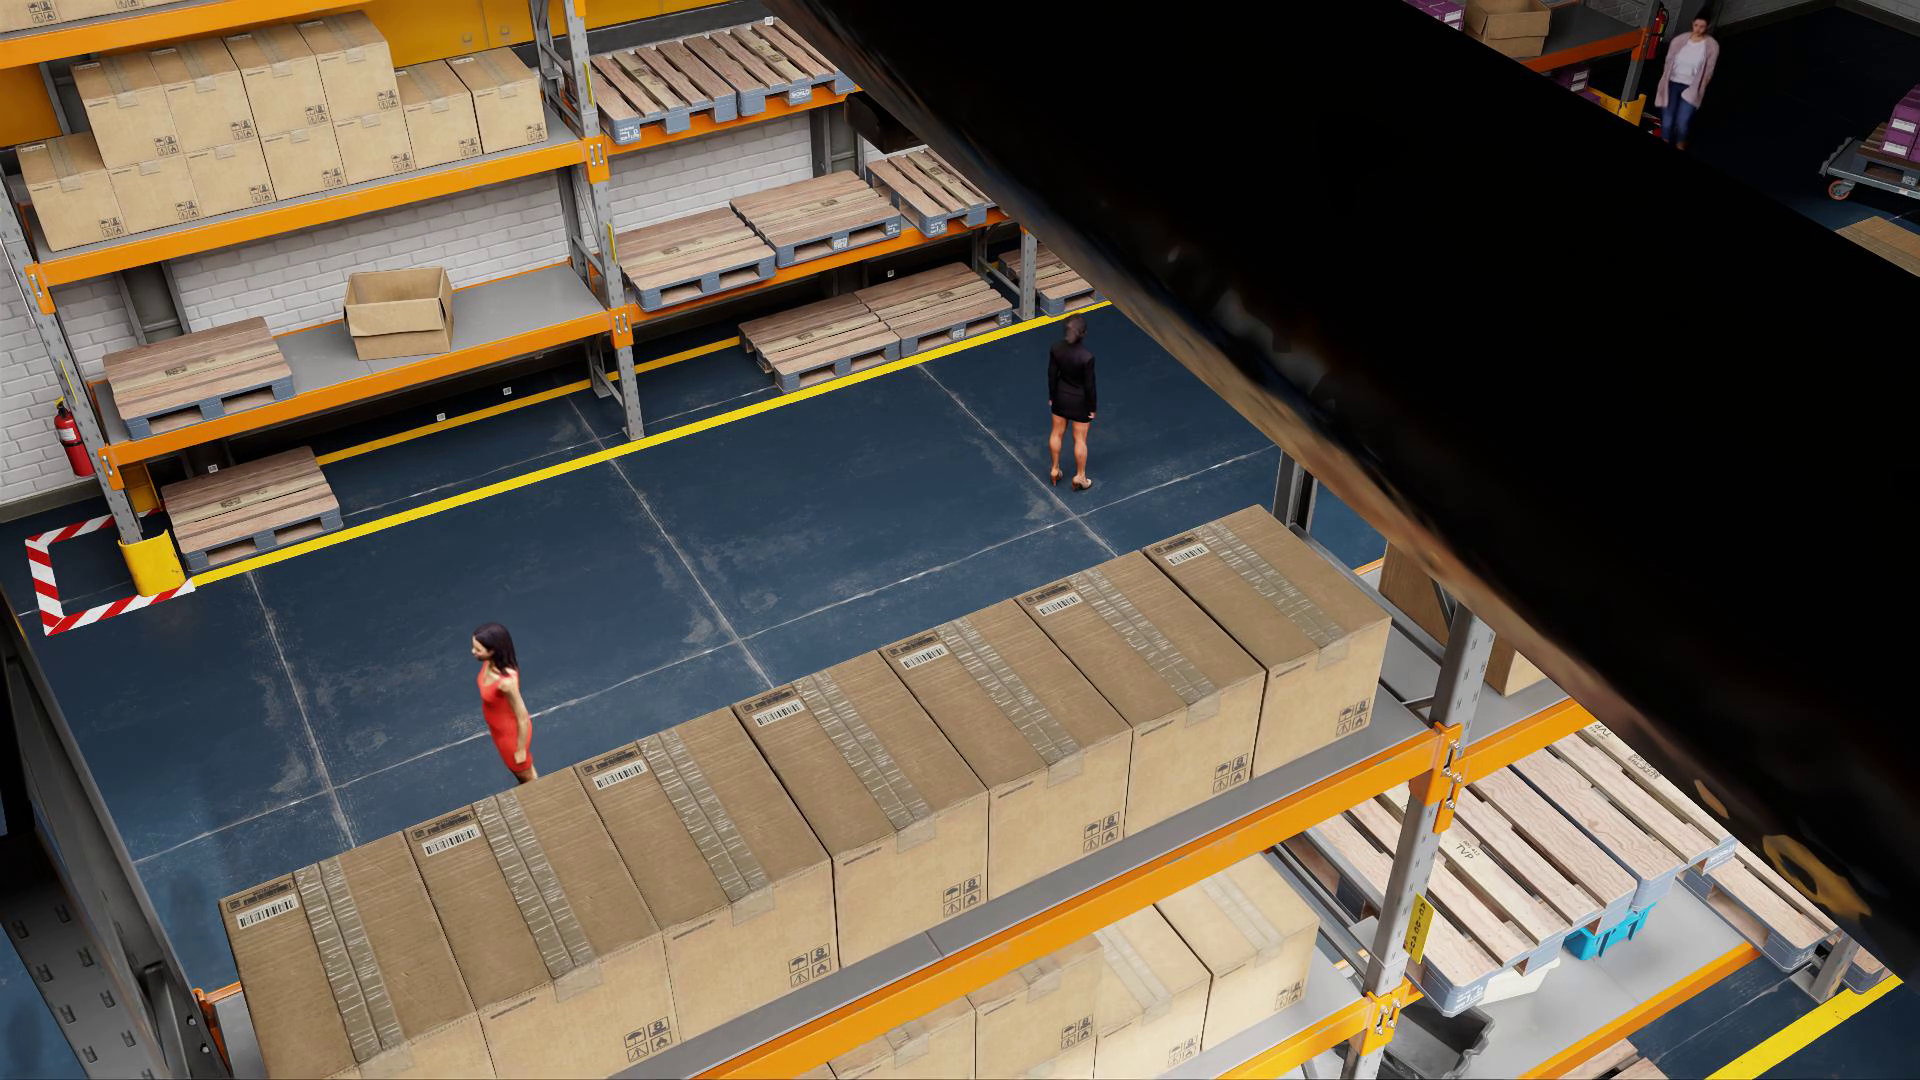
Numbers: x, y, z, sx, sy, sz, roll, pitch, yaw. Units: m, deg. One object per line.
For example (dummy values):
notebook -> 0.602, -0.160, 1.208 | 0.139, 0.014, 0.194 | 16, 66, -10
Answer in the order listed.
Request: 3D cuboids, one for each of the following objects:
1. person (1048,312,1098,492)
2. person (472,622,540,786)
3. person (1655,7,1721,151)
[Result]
person -> 0.907, -1.105, 13.414 | 0.699, 1.638, 0.753 | 20, 43, 24
person -> -2.829, 1.188, 10.477 | 0.534, 1.719, 0.604 | -23, 44, -27
person -> 7.960, -5.013, 18.234 | 0.774, 1.729, 0.779 | 25, 45, 28
